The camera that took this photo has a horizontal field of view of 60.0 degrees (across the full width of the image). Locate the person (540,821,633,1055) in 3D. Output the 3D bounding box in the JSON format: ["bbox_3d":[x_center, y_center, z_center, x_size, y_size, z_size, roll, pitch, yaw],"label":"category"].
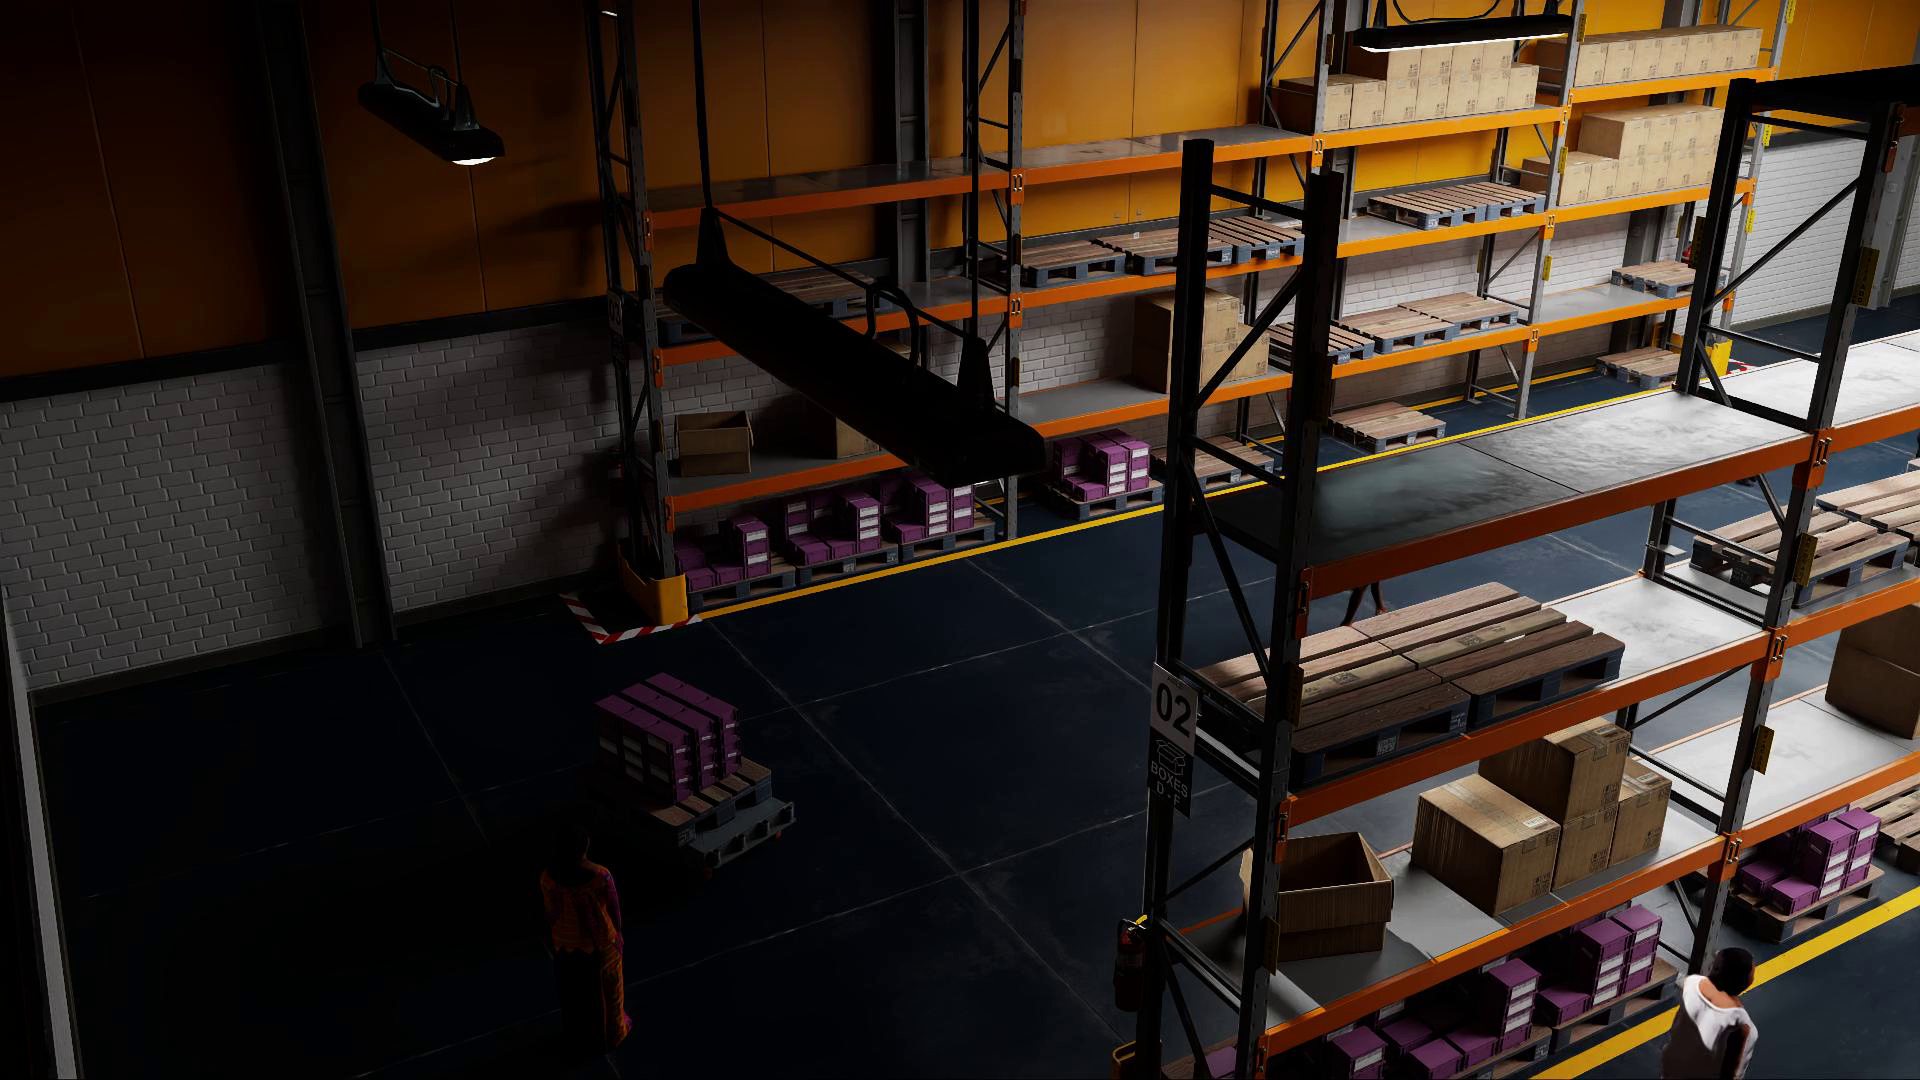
[{"bbox_3d":[-2.411,2.510,10.693,0.754,1.686,0.832,1,24,2],"label":"person"}]

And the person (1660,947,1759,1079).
[{"bbox_3d":[4.181,3.055,9.472,0.893,1.666,0.719,-10,25,-21],"label":"person"}]
